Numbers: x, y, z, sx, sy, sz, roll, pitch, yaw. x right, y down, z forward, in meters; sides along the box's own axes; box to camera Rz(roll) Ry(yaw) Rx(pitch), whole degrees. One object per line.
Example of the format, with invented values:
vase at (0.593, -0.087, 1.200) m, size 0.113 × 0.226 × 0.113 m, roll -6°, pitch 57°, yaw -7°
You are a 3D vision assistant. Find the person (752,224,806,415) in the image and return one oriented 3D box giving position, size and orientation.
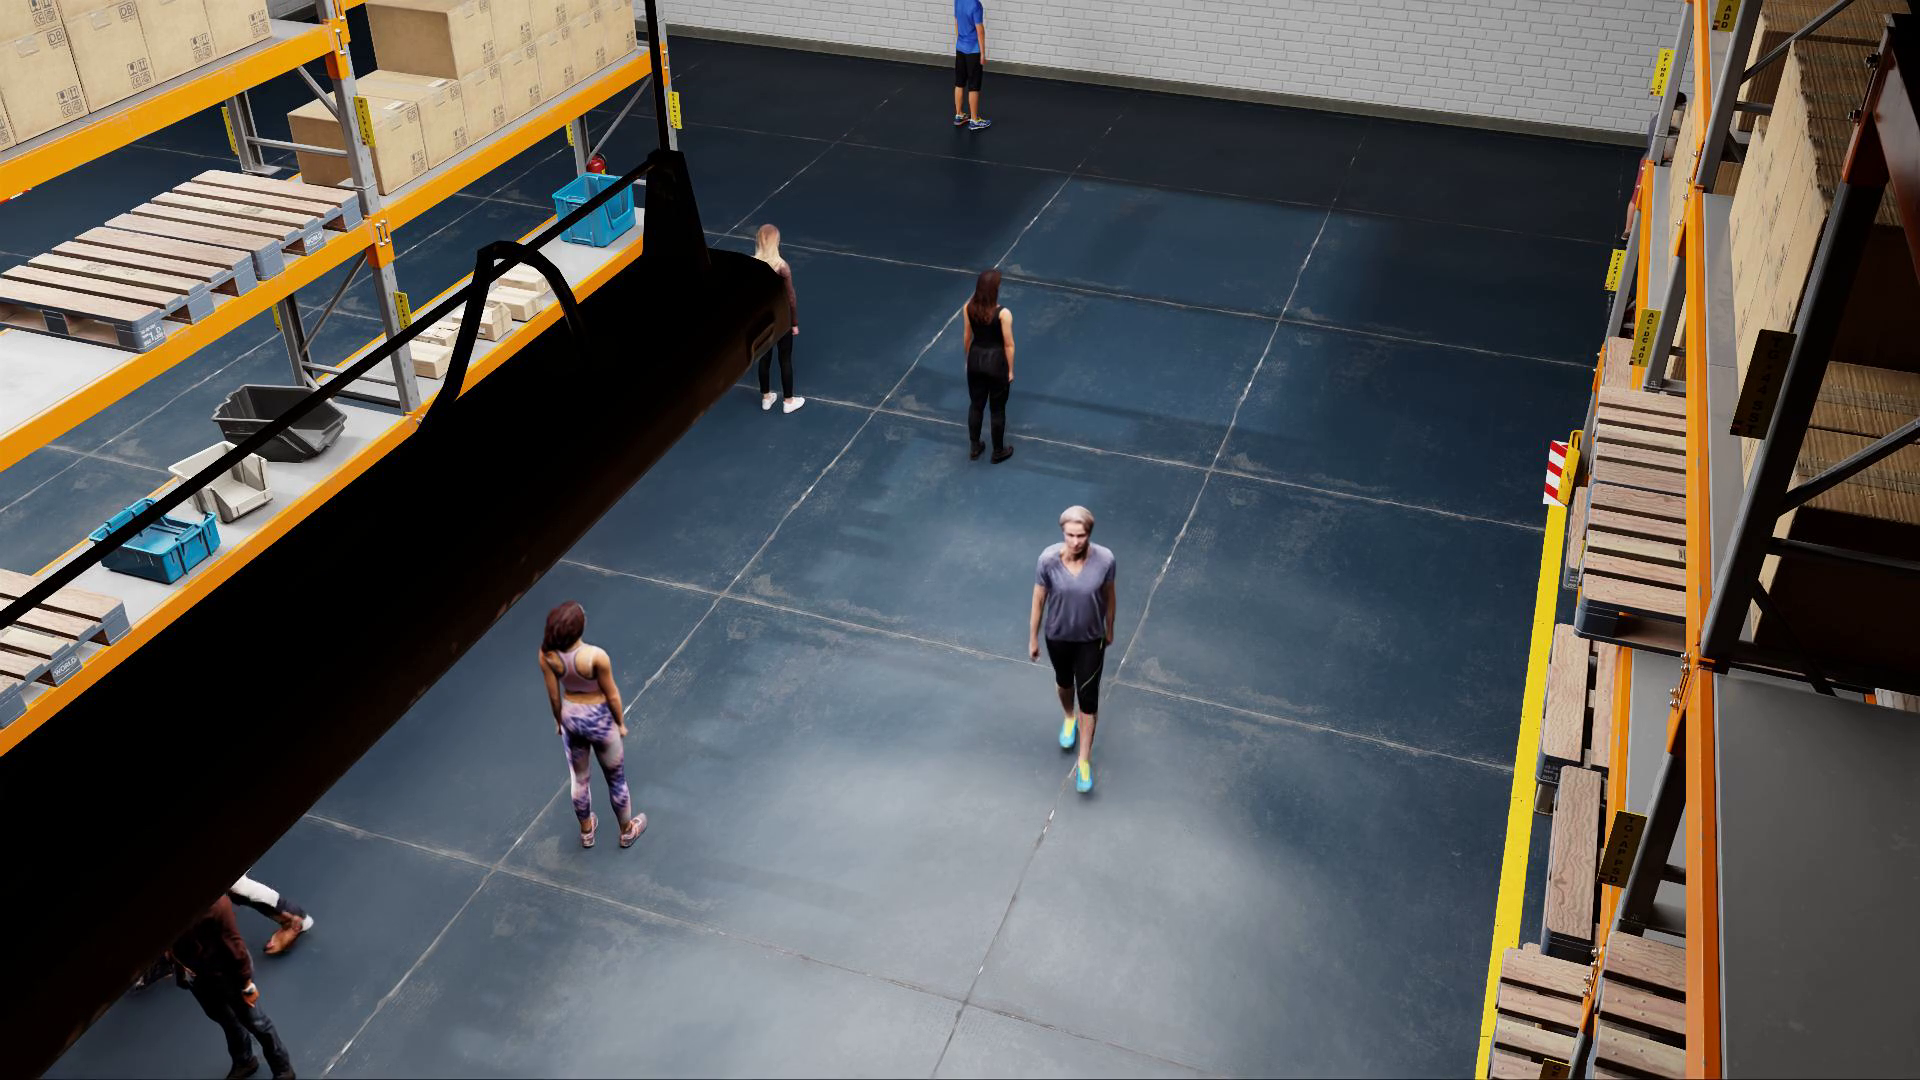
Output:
person at (-1.604, -1.888, 14.234) m, size 0.611 × 1.706 × 0.510 m, roll 13°, pitch 36°, yaw 19°

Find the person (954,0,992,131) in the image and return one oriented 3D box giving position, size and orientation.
person at (0.105, -5.954, 20.204) m, size 0.708 × 1.869 × 0.697 m, roll -27°, pitch 42°, yaw -35°

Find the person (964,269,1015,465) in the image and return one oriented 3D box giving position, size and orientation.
person at (0.227, -1.413, 13.536) m, size 0.602 × 1.687 × 0.560 m, roll 15°, pitch 36°, yaw 21°

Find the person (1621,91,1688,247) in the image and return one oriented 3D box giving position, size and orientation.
person at (7.185, -3.854, 17.244) m, size 0.699 × 1.648 × 0.524 m, roll 4°, pitch 34°, yaw 6°

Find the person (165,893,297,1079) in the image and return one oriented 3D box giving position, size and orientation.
person at (-3.644, 2.097, 8.176) m, size 0.638 × 1.777 × 0.503 m, roll 10°, pitch 35°, yaw 15°

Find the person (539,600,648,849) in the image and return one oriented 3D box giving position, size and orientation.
person at (-2.165, 1.080, 9.715) m, size 0.651 × 1.765 × 0.621 m, roll 3°, pitch 34°, yaw 5°

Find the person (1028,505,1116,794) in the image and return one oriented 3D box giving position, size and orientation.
person at (0.720, 0.555, 10.427) m, size 0.831 × 1.853 × 1.087 m, roll 4°, pitch 34°, yaw 6°
